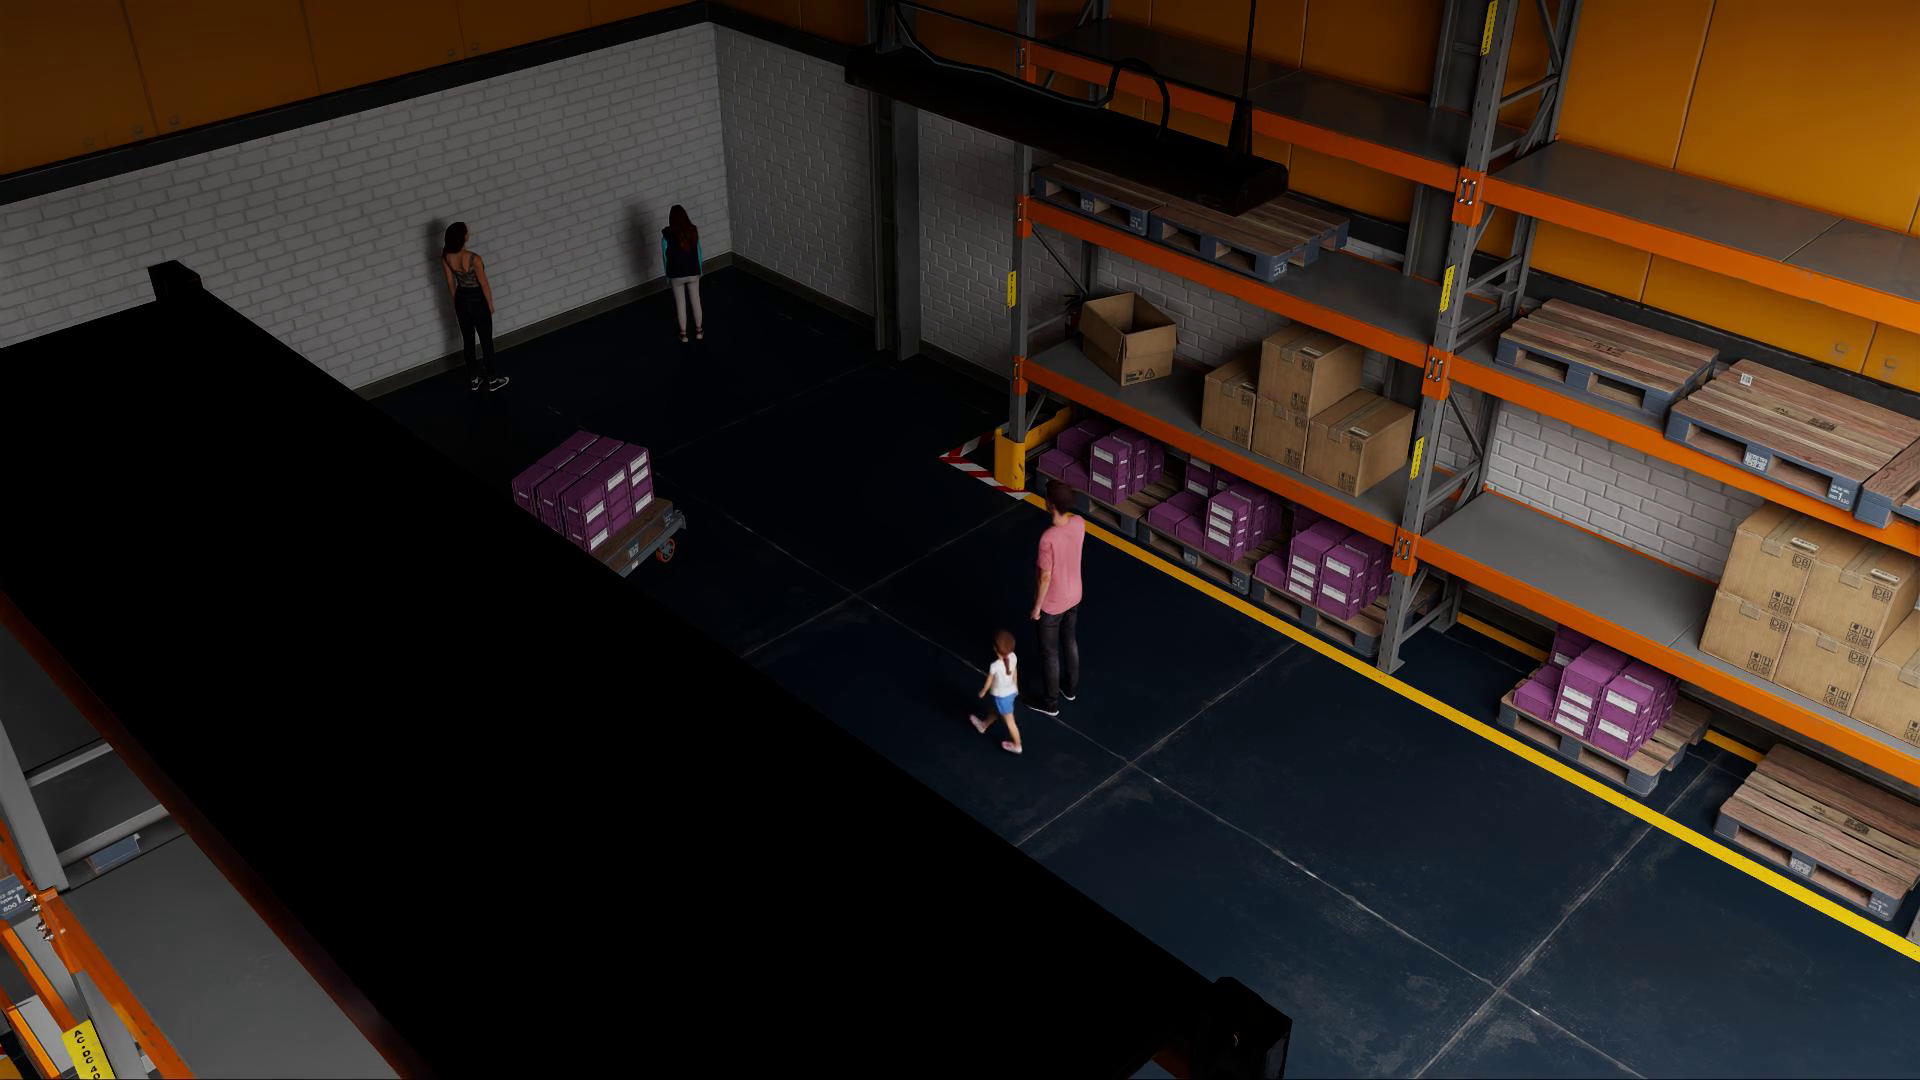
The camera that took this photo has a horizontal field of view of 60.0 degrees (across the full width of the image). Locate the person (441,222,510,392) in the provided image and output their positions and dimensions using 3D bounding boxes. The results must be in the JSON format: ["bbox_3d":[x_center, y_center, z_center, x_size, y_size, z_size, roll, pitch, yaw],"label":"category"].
[{"bbox_3d":[-4.835,-2.313,16.478,0.636,1.770,0.747,8,34,12],"label":"person"}]

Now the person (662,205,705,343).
[{"bbox_3d":[-2.898,-2.809,17.468,0.664,1.501,0.698,-12,35,-17],"label":"person"}]

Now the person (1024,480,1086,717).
[{"bbox_3d":[0.719,0.420,12.195,0.555,1.960,0.645,25,41,33],"label":"person"}]

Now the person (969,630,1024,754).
[{"bbox_3d":[0.348,1.128,12.007,0.722,0.989,0.472,23,40,30],"label":"person"}]
